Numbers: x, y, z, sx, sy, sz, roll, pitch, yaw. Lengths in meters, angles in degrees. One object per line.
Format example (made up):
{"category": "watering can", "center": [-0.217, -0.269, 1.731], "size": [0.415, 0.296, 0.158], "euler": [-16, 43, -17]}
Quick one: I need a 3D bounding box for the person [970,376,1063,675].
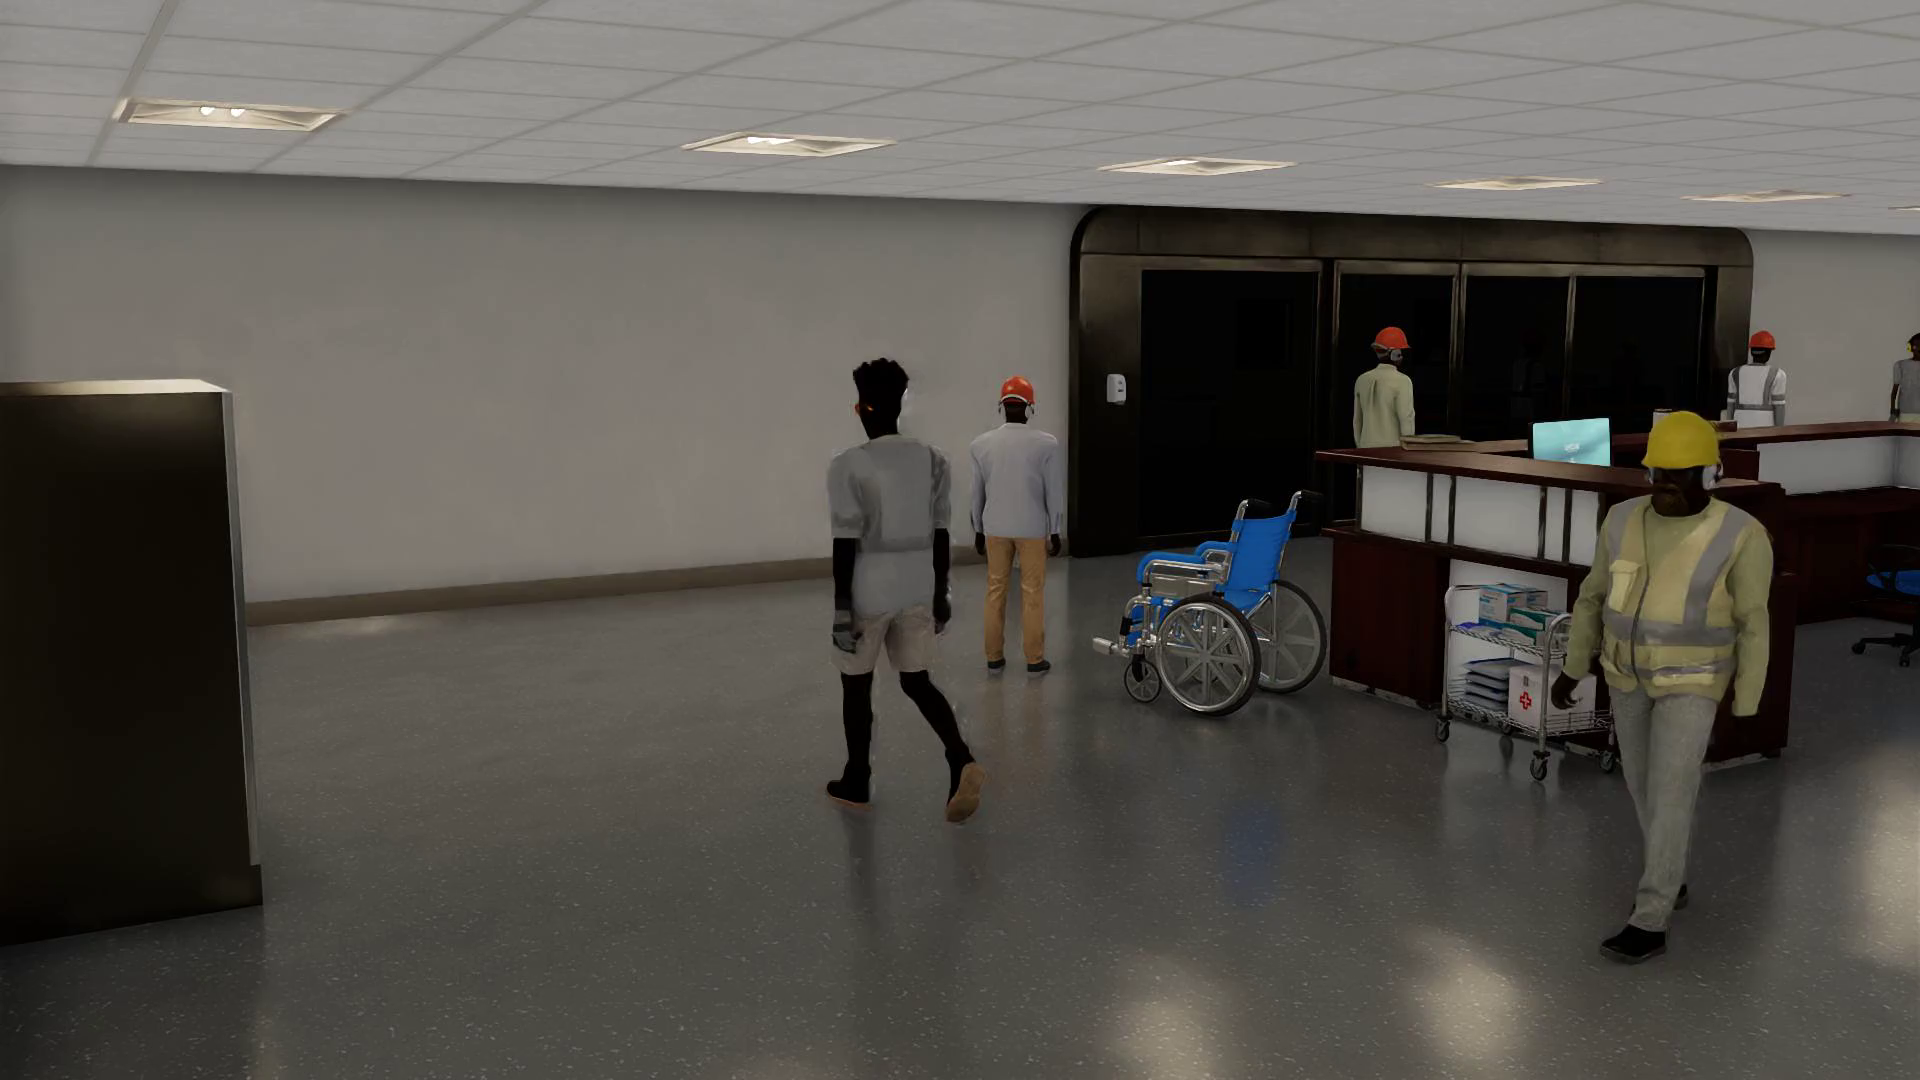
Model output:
{"category": "person", "center": [0.338, -0.086, 9.766], "size": [0.564, 1.743, 0.351], "euler": [3, 8, 20]}

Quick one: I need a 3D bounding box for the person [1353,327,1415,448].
{"category": "person", "center": [3.423, -0.708, 13.358], "size": [0.378, 1.996, 0.611], "euler": [-5, 9, -31]}

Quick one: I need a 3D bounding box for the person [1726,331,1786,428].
{"category": "person", "center": [7.805, -1.081, 16.312], "size": [0.387, 1.929, 0.546], "euler": [-7, 11, -42]}

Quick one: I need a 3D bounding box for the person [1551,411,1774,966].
{"category": "person", "center": [2.351, 0.464, 5.598], "size": [0.733, 1.798, 0.608], "euler": [-5, 10, -34]}

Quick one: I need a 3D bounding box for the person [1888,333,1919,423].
{"category": "person", "center": [11.063, -1.465, 19.289], "size": [0.521, 1.874, 0.328], "euler": [1, 8, 10]}

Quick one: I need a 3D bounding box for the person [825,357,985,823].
{"category": "person", "center": [-0.255, 0.217, 6.887], "size": [0.608, 1.942, 0.837], "euler": [-6, 10, -37]}
